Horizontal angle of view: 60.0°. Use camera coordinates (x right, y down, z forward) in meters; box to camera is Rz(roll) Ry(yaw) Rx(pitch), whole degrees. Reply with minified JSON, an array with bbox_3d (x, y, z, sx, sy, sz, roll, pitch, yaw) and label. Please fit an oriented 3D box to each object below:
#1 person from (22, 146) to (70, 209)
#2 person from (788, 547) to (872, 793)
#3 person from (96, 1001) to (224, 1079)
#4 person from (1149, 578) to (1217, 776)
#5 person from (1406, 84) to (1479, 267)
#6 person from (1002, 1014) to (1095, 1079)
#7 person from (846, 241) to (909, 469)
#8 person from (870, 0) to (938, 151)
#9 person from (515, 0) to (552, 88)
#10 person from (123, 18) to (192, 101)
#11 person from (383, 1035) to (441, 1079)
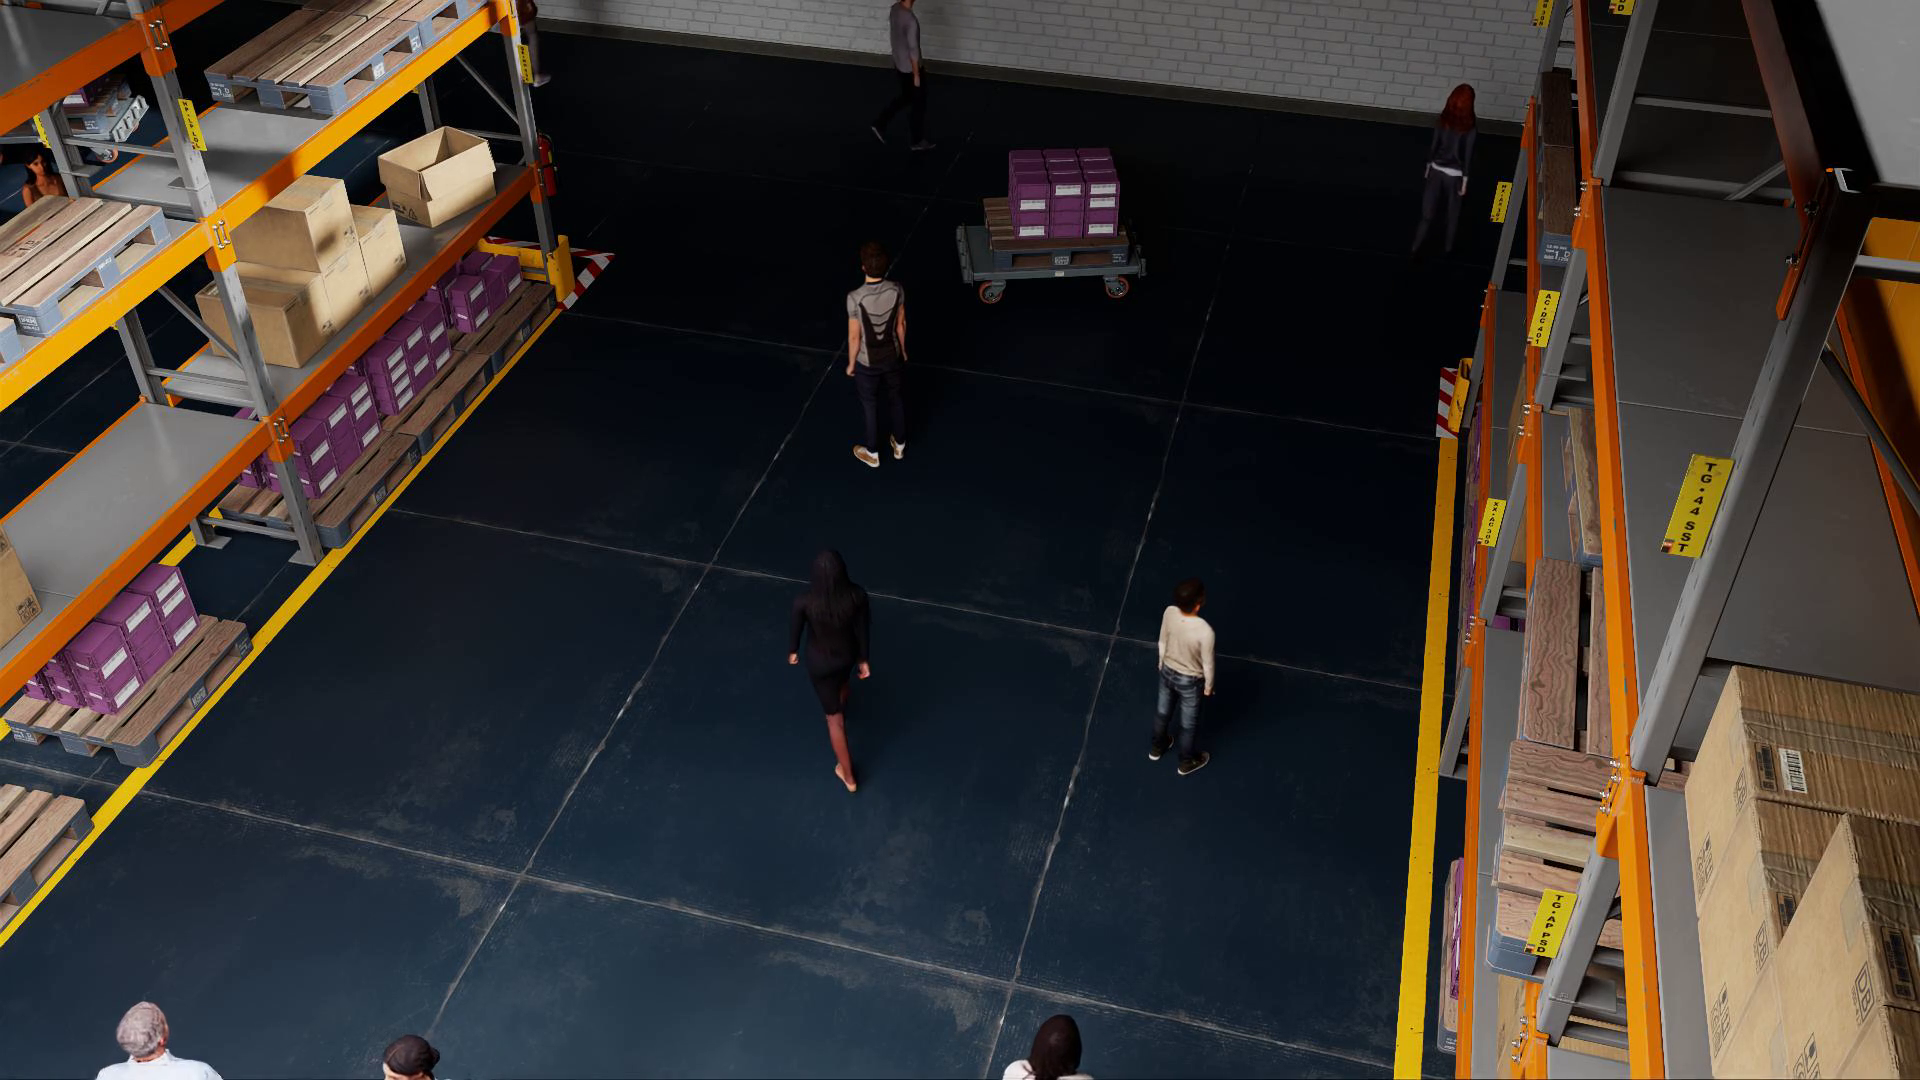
[{"bbox_3d":[-7.680,-2.580,14.250,0.695,1.690,0.567,26,45,28],"label":"person"},{"bbox_3d":[-0.740,0.807,10.018,1.026,1.679,1.177,-14,41,-17],"label":"person"},{"bbox_3d":[-3.475,2.783,7.440,0.799,1.808,0.860,0,39,0],"label":"person"},{"bbox_3d":[1.359,0.824,10.169,0.625,1.464,0.637,29,47,31],"label":"person"},{"bbox_3d":[4.355,-3.243,15.026,0.898,1.757,1.072,31,48,33],"label":"person"},{"bbox_3d":[0.393,2.758,7.611,0.626,1.632,0.565,7,39,8],"label":"person"},{"bbox_3d":[-0.617,-1.402,12.609,0.732,1.897,0.773,-16,41,-19],"label":"person"},{"bbox_3d":[-0.605,-4.813,16.939,1.038,1.824,1.004,-15,41,-18],"label":"person"},{"bbox_3d":[-4.924,-5.911,18.306,0.778,1.833,0.775,19,42,22],"label":"person"},{"bbox_3d":[-8.974,-5.610,17.910,0.805,1.856,1.117,6,39,8],"label":"person"},{"bbox_3d":[-2.255,2.764,7.529,0.861,1.727,1.202,24,44,27],"label":"person"}]
